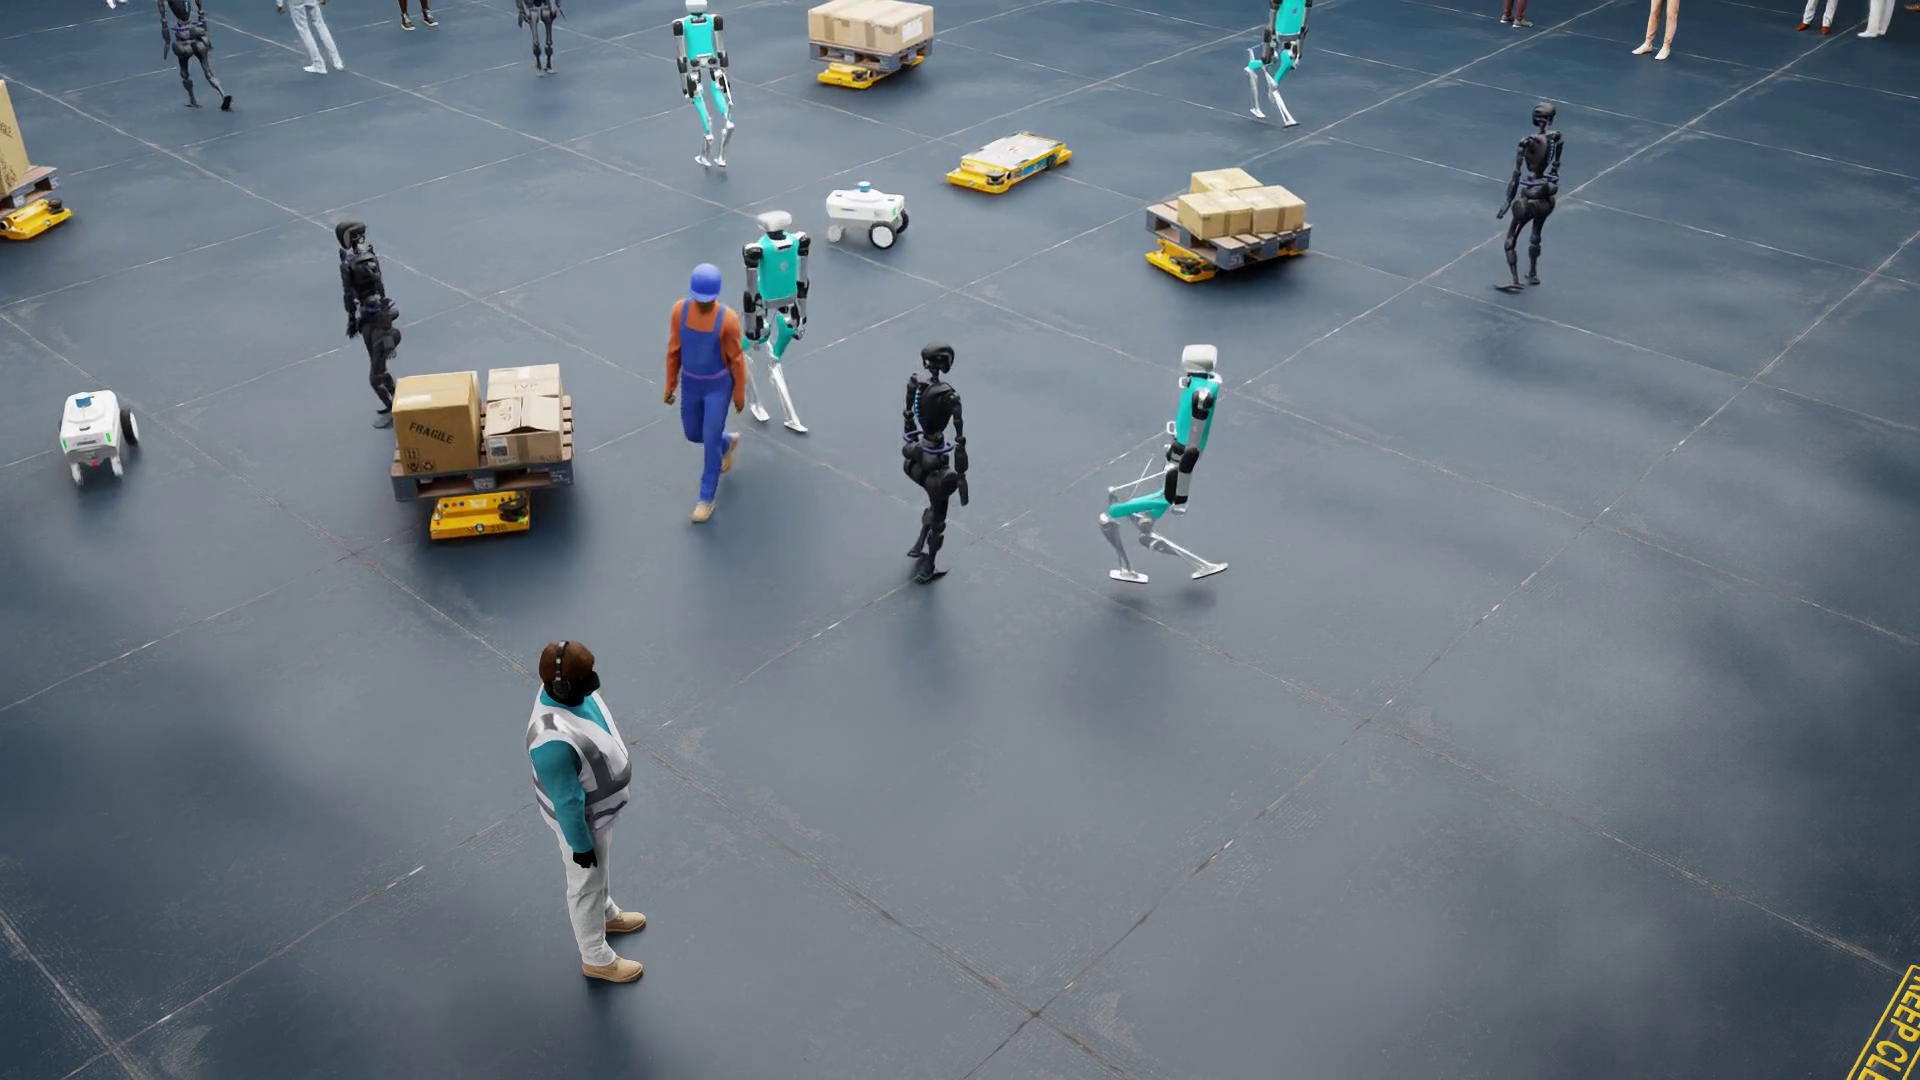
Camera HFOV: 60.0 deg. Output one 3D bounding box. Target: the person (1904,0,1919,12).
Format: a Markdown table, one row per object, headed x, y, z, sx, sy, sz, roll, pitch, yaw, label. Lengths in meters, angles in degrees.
| x | y | z | sx | sy | sz | roll | pitch | yaw | label |
| --- | --- | --- | --- | --- | --- | --- | --- | --- | --- |
| 13.703 | -8.093 | 22.679 | 0.650 | 1.864 | 0.947 | -25 | 40 | -34 | person |

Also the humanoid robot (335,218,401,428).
| x | y | z | sx | sy | sz | roll | pitch | yaw | label |
| --- | --- | --- | --- | --- | --- | --- | --- | --- | --- |
| -4.370 | -1.634 | 12.470 | 0.603 | 1.649 | 0.362 | 26 | 40 | 36 | humanoid robot |

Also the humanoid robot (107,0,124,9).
| x | y | z | sx | sy | sz | roll | pitch | yaw | label |
| --- | --- | --- | --- | --- | --- | --- | --- | --- | --- |
| -11.927 | -8.321 | 23.175 | 0.540 | 1.784 | 0.797 | -16 | 35 | -24 | humanoid robot |

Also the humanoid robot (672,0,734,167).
| x | y | z | sx | sy | sz | roll | pitch | yaw | label |
| --- | --- | --- | --- | --- | --- | --- | --- | --- | --- |
| -2.616 | -4.680 | 17.298 | 0.544 | 1.753 | 0.928 | -11 | 34 | -18 | humanoid robot |

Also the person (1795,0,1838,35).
| x | y | z | sx | sy | sz | roll | pitch | yaw | label |
| --- | --- | --- | --- | --- | --- | --- | --- | --- | --- |
| 11.539 | -7.639 | 21.979 | 0.532 | 1.830 | 0.364 | 23 | 38 | 32 | person |

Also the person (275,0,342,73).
| x | y | z | sx | sy | sz | roll | pitch | yaw | label |
| --- | --- | --- | --- | --- | --- | --- | --- | --- | --- |
| -8.056 | -6.645 | 20.335 | 0.358 | 1.875 | 0.700 | 25 | 40 | 34 | person |

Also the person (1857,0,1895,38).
| x | y | z | sx | sy | sz | roll | pitch | yaw | label |
| --- | --- | --- | --- | --- | --- | --- | --- | --- | --- |
| 12.216 | -7.432 | 21.825 | 0.526 | 1.641 | 0.306 | -16 | 35 | -24 | person |

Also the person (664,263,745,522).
| x | y | z | sx | sy | sz | roll | pitch | yaw | label |
| --- | --- | --- | --- | --- | --- | --- | --- | --- | --- |
| -1.704 | -1.096 | 11.413 | 0.571 | 1.869 | 0.734 | 10 | 33 | 15 | person |

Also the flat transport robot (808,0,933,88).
| x | y | z | sx | sy | sz | roll | pitch | yaw | label |
| --- | --- | --- | --- | --- | --- | --- | --- | --- | --- |
| -1.106 | -5.923 | 20.691 | 0.659 | 0.231 | 1.431 | 17 | 36 | 26 | flat transport robot |

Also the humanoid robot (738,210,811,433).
| x | y | z | sx | sy | sz | roll | pitch | yaw | label |
| --- | --- | --- | --- | --- | --- | --- | --- | --- | --- |
| -1.477 | -1.678 | 12.472 | 0.531 | 1.785 | 0.778 | -21 | 38 | -30 | humanoid robot |

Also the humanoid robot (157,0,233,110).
| x | y | z | sx | sy | sz | roll | pitch | yaw | label |
| --- | --- | --- | --- | --- | --- | --- | --- | --- | --- |
| -8.842 | -5.759 | 19.122 | 0.710 | 1.633 | 0.585 | 19 | 37 | 28 | humanoid robot |

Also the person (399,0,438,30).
| x | y | z | sx | sy | sz | roll | pitch | yaw | label |
| --- | --- | --- | --- | --- | --- | --- | --- | --- | --- |
| -7.341 | -7.814 | 22.147 | 0.597 | 1.958 | 0.378 | -27 | 41 | -36 | person |

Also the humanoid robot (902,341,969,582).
| x | y | z | sx | sy | sz | roll | pitch | yaw | label |
| --- | --- | --- | --- | --- | --- | --- | --- | --- | --- |
| -0.169 | -0.500 | 10.626 | 0.368 | 1.643 | 0.613 | -24 | 39 | -34 | humanoid robot |

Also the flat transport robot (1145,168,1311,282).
| x | y | z | sx | sy | sz | roll | pitch | yaw | label |
| --- | --- | --- | --- | --- | --- | --- | --- | --- | --- |
| 2.497 | -2.731 | 15.551 | 1.431 | 0.231 | 0.659 | -19 | 36 | -27 | flat transport robot |

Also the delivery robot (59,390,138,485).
| x | y | z | sx | sy | sz | roll | pitch | yaw | label |
| --- | --- | --- | --- | --- | --- | --- | --- | --- | --- |
| -6.346 | -0.795 | 12.177 | 0.499 | 0.609 | 0.807 | -11 | 34 | -18 | delivery robot |

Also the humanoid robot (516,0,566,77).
| x | y | z | sx | sy | sz | roll | pitch | yaw | label |
| --- | --- | --- | --- | --- | --- | --- | --- | --- | --- |
| -5.137 | -6.509 | 20.308 | 0.586 | 1.644 | 0.427 | -16 | 35 | -23 | humanoid robot |

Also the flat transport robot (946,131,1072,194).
| x | y | z | sx | sy | sz | roll | pitch | yaw | label |
| --- | --- | --- | --- | --- | --- | --- | --- | --- | --- |
| 0.532 | -4.005 | 17.603 | 0.659 | 0.231 | 1.431 | 21 | 37 | 30 | flat transport robot |

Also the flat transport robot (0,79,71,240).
| x | y | z | sx | sy | sz | roll | pitch | yaw | label |
| --- | --- | --- | --- | --- | --- | --- | --- | --- | --- |
| -9.571 | -3.185 | 16.283 | 1.431 | 0.231 | 0.659 | 7 | 33 | 11 | flat transport robot |

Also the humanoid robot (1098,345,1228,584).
| x | y | z | sx | sy | sz | roll | pitch | yaw | label |
| --- | --- | --- | --- | --- | --- | --- | --- | --- | --- |
| 1.237 | -0.413 | 10.417 | 0.989 | 1.723 | 0.542 | 3 | 32 | 5 | humanoid robot |

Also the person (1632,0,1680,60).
| x | y | z | sx | sy | sz | roll | pitch | yaw | label |
| --- | --- | --- | --- | --- | --- | --- | --- | --- | --- |
| 8.939 | -7.028 | 20.950 | 0.350 | 1.874 | 0.513 | -22 | 38 | -31 | person |

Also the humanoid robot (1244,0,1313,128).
| x | y | z | sx | sy | sz | roll | pitch | yaw | label |
| --- | --- | --- | --- | --- | --- | --- | --- | --- | --- |
| 3.514 | -5.454 | 18.550 | 0.546 | 1.730 | 1.018 | -13 | 34 | -20 | humanoid robot |

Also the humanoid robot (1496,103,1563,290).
| x | y | z | sx | sy | sz | roll | pitch | yaw | label |
| --- | --- | --- | --- | --- | --- | --- | --- | --- | --- |
| 5.073 | -3.032 | 14.697 | 0.598 | 1.642 | 0.381 | -17 | 36 | -25 | humanoid robot |

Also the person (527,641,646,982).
| x | y | z | sx | sy | sz | roll | pitch | yaw | label |
| --- | --- | --- | --- | --- | --- | --- | --- | --- | --- |
| -1.713 | 1.232 | 7.680 | 0.429 | 1.843 | 0.624 | -2 | 32 | -4 | person |

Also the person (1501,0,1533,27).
| x | y | z | sx | sy | sz | roll | pitch | yaw | label |
| --- | --- | --- | --- | --- | --- | --- | --- | --- | --- |
| 7.612 | -7.825 | 22.300 | 0.380 | 1.806 | 0.548 | -13 | 34 | -20 | person |

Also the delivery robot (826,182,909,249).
| x | y | z | sx | sy | sz | roll | pitch | yaw | label |
| --- | --- | --- | --- | --- | --- | --- | --- | --- | --- |
| -0.884 | -3.114 | 15.915 | 0.811 | 0.613 | 0.499 | 7 | 33 | 11 | delivery robot |

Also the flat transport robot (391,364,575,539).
| x | y | z | sx | sy | sz | roll | pitch | yaw | label |
| --- | --- | --- | --- | --- | --- | --- | --- | --- | --- |
| -3.366 | -0.475 | 11.919 | 0.659 | 0.231 | 1.431 | -6 | 32 | -10 | flat transport robot |
